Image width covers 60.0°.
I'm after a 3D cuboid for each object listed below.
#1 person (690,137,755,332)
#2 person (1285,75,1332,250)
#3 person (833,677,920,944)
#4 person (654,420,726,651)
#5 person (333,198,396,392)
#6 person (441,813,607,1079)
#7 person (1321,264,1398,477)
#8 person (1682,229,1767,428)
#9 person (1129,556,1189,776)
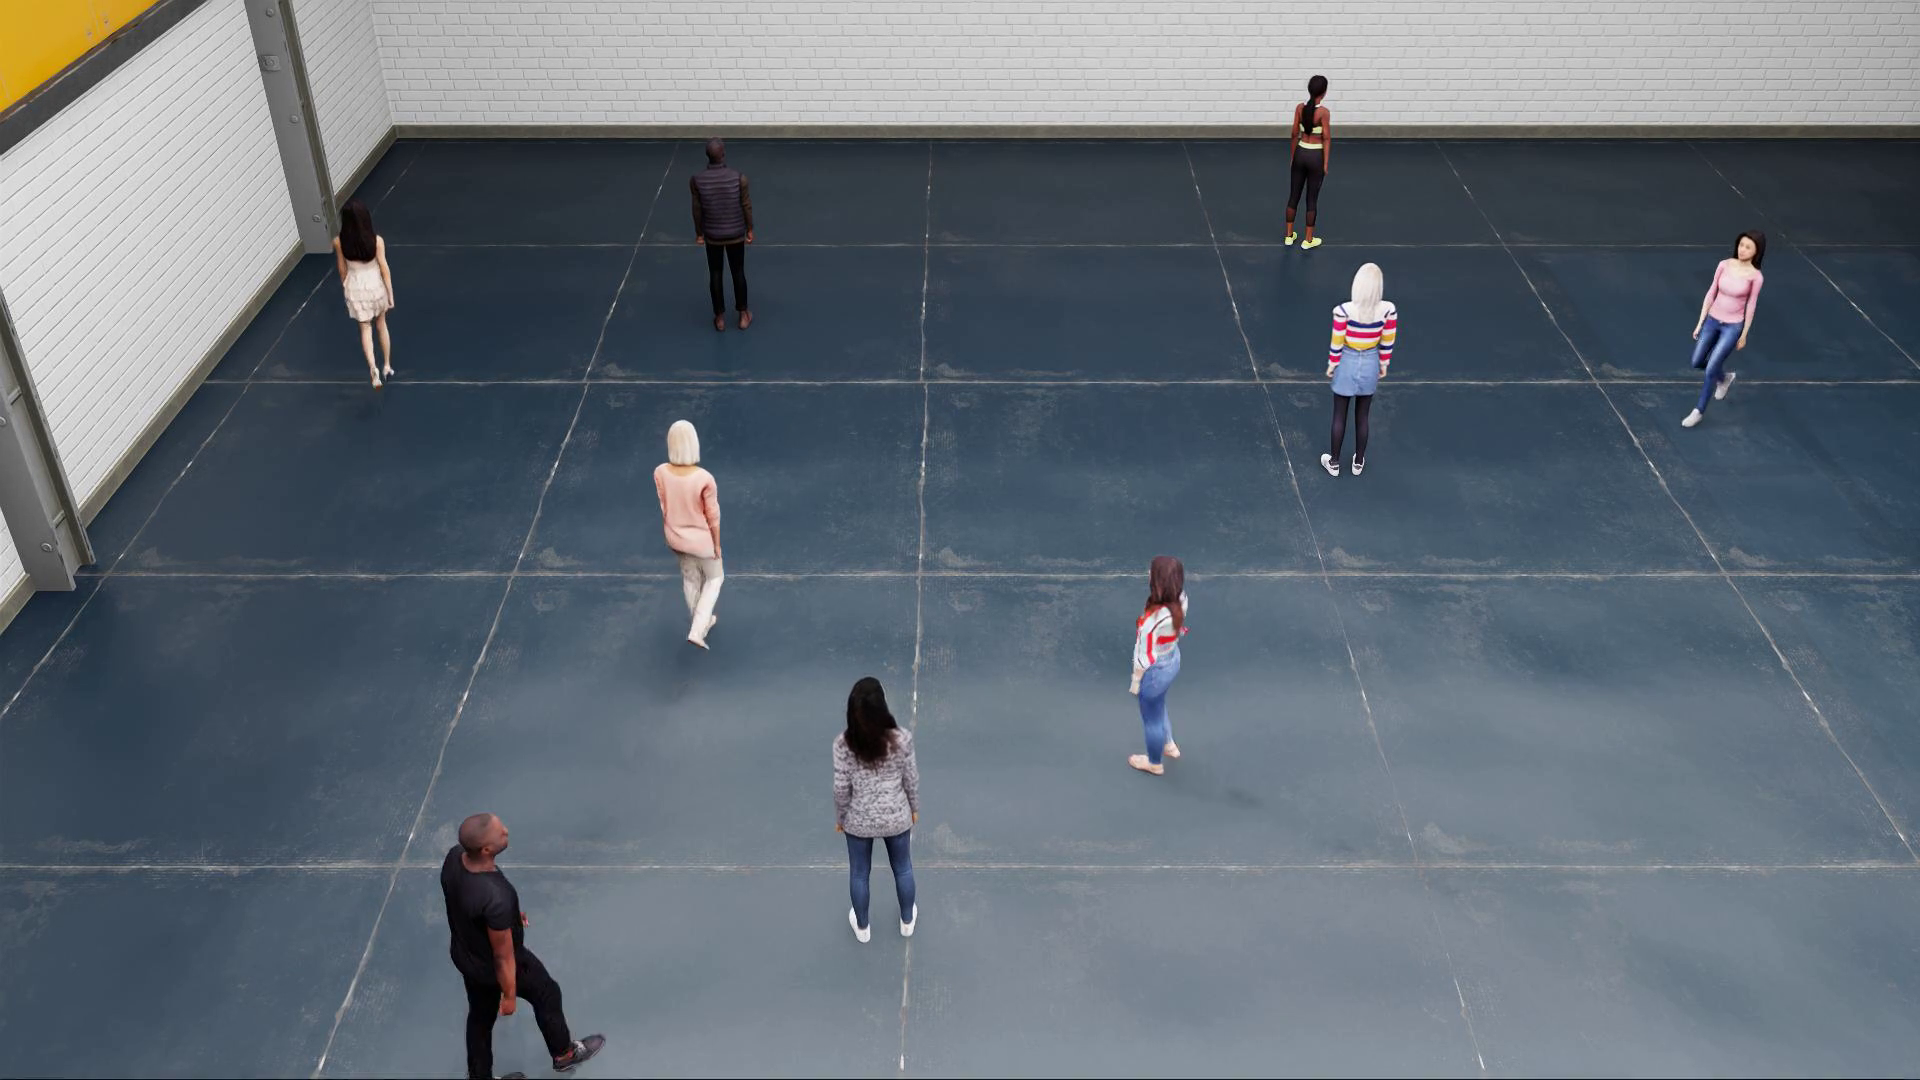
[{"bbox_3d":[-2.160,-2.795,15.201,0.705,1.836,0.588,-3,34,-4],"label":"person"},{"bbox_3d":[3.516,-3.816,16.812,0.642,1.755,0.675,22,40,30],"label":"person"},{"bbox_3d":[-0.449,1.460,8.893,0.630,1.733,0.554,-3,34,-5],"label":"person"},{"bbox_3d":[-1.815,0.024,11.076,0.713,1.709,0.878,8,34,12],"label":"person"},{"bbox_3d":[-5.062,-2.040,14.174,0.726,1.715,0.974,-8,34,-11],"label":"person"},{"bbox_3d":[-2.304,2.063,7.931,1.009,1.794,1.063,29,43,36],"label":"person"},{"bbox_3d":[3.111,-1.332,13.025,0.647,1.810,0.501,0,34,0],"label":"person"},{"bbox_3d":[6.371,-1.779,13.771,0.925,1.727,0.911,-22,40,-30],"label":"person"},{"bbox_3d":[1.265,0.791,10.011,0.782,1.609,0.693,20,38,27],"label":"person"}]
